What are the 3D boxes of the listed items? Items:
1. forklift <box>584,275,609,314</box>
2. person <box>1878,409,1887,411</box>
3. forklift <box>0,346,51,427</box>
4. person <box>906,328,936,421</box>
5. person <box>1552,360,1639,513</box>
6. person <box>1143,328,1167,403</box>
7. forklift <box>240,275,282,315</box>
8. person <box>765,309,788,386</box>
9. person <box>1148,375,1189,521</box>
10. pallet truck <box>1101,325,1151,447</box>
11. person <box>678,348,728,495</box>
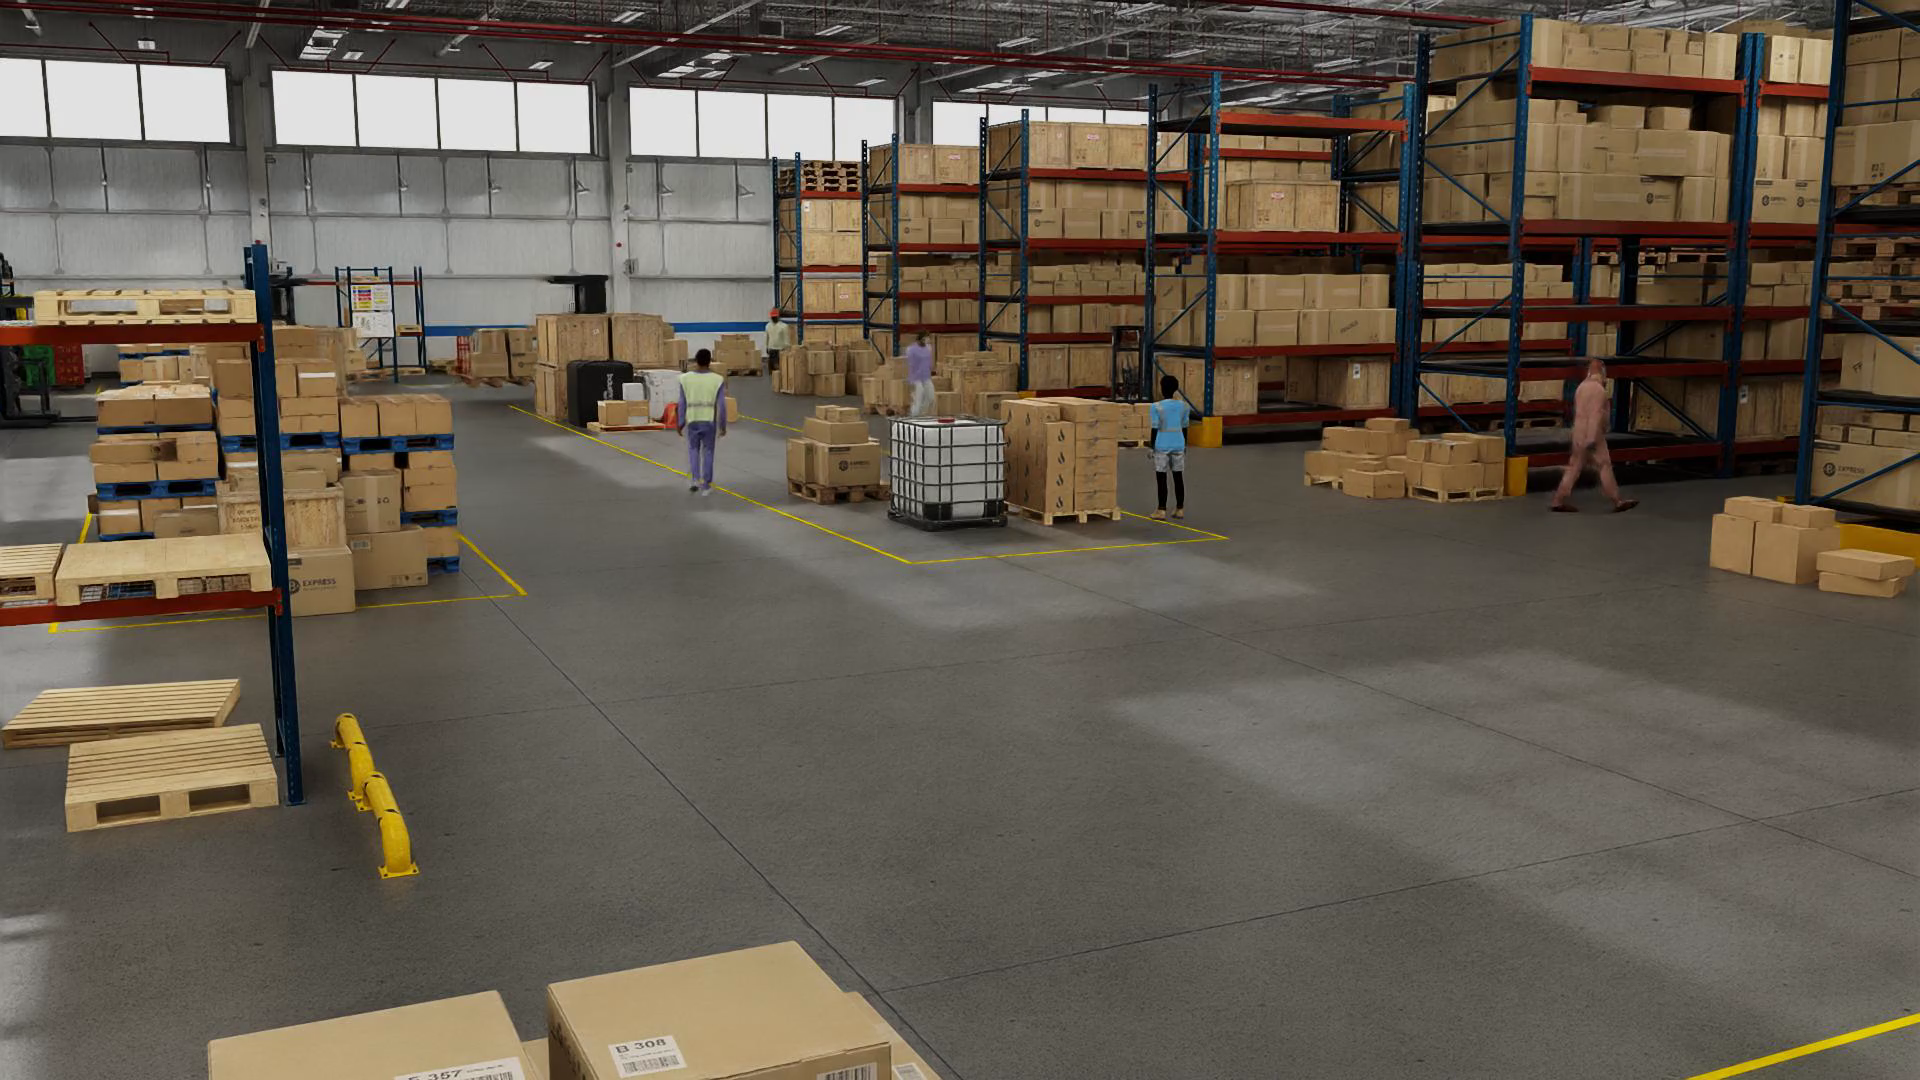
[{"bbox_3d":[-8.263,-4.646,37.915,1.873,2.768,1.129,-4,10,-25],"label":"forklift"},{"bbox_3d":[11.565,-1.332,20.378,0.848,1.911,0.551,-5,11,-30],"label":"person"},{"bbox_3d":[-17.952,-3.489,30.732,1.873,2.768,1.129,-4,10,-24],"label":"forklift"},{"bbox_3d":[-0.680,-2.773,29.266,0.624,1.916,0.460,-9,13,-43],"label":"person"},{"bbox_3d":[7.625,-1.231,19.938,1.004,1.841,0.684,0,9,-1],"label":"person"},{"bbox_3d":[3.499,-2.913,30.057,0.411,1.952,0.606,-5,10,-29],"label":"person"},{"bbox_3d":[-16.972,-5.068,40.530,1.873,2.768,1.129,5,10,26],"label":"forklift"},{"bbox_3d":[-4.622,-4.828,41.839,0.638,1.966,0.611,2,9,10],"label":"person"},{"bbox_3d":[2.424,-1.070,19.384,0.540,1.695,0.317,-4,10,-26],"label":"person"},{"bbox_3d":[2.881,-2.596,27.923,0.823,1.965,1.885,-1,9,-7],"label":"pallet truck"},{"bbox_3d":[-3.342,-1.543,21.682,0.640,1.895,0.598,0,9,-1],"label":"person"}]
